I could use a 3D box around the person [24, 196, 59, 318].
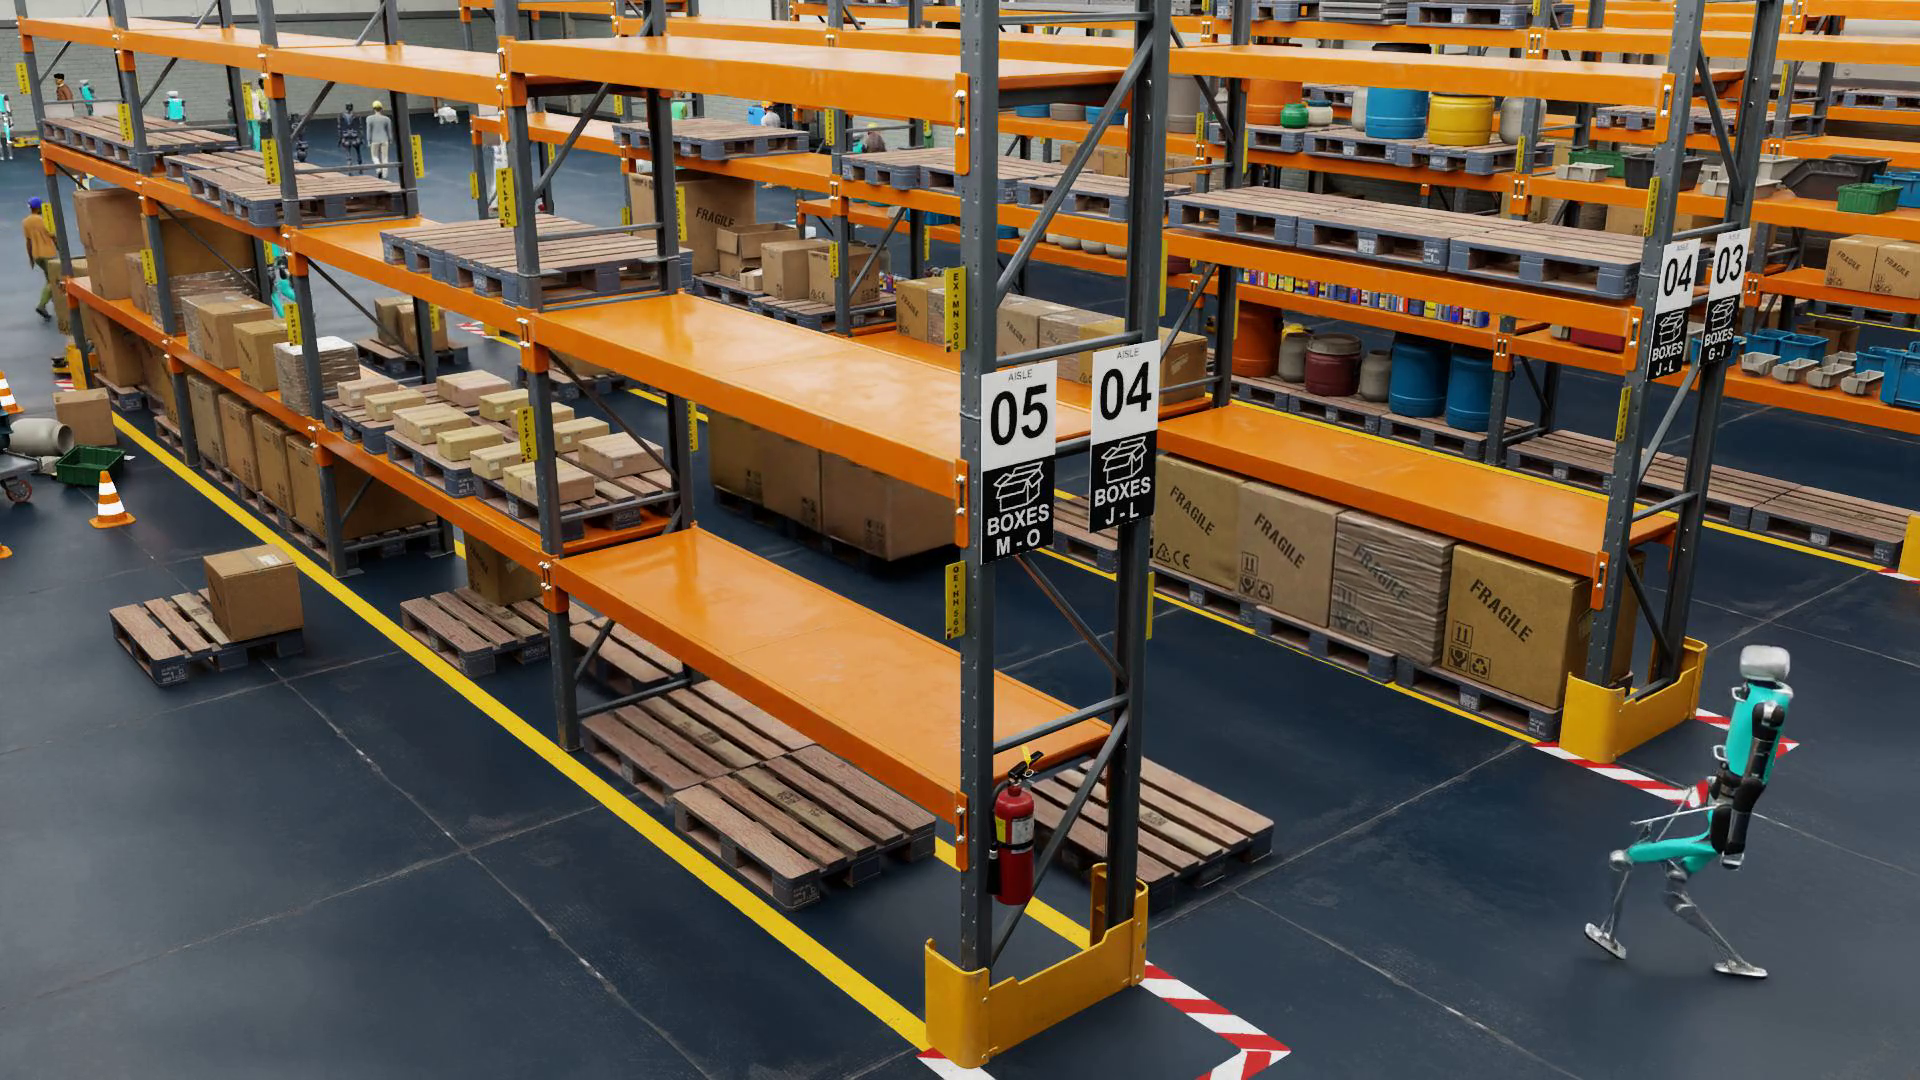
[{"bbox_3d":[-12.652,-3.919,22.987,0.421,1.656,0.838,5,20,15],"label":"person"}]

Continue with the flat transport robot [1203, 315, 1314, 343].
[{"bbox_3d":[3.914,-2.755,21.776,0.659,0.231,1.431,-13,23,-33],"label":"flat transport robot"}]

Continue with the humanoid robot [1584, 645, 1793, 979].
[{"bbox_3d":[3.466,1.318,8.046,1.023,1.776,0.536,7,20,18],"label":"humanoid robot"}]

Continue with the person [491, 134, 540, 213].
[{"bbox_3d":[-8.756,-7.302,32.349,0.964,1.831,0.606,-12,22,-30],"label":"person"}]

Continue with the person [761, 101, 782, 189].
[{"bbox_3d":[-4.065,-8.502,35.695,0.389,1.889,0.569,16,25,38],"label":"person"}]

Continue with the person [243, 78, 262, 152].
[{"bbox_3d":[-17.621,-10.490,41.319,0.507,1.904,0.490,1,19,3],"label":"person"}]

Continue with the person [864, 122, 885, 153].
[{"bbox_3d":[-1.651,-7.160,32.084,0.536,1.748,0.437,-8,21,-23],"label":"person"}]

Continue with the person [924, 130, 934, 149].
[{"bbox_3d":[-0.689,-7.411,32.829,0.471,1.731,0.326,-18,26,-42],"label":"person"}]

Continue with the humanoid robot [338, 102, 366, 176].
[{"bbox_3d":[-13.878,-9.145,37.898,0.613,1.623,0.755,-3,20,-10],"label":"humanoid robot"}]

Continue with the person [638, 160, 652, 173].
[{"bbox_3d":[-5.155,-5.867,28.157,0.618,1.910,0.976,8,21,22],"label":"person"}]

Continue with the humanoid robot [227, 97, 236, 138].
[{"bbox_3d":[-16.879,-9.485,38.799,0.354,1.646,0.616,1,19,3],"label":"humanoid robot"}]

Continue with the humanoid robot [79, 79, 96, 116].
[{"bbox_3d":[-22.465,-11.187,43.478,0.536,1.727,0.758,12,23,30],"label":"humanoid robot"}]

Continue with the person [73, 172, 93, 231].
[{"bbox_3d":[-15.812,-6.479,29.934,0.400,1.892,0.529,-11,22,-28],"label":"person"}]

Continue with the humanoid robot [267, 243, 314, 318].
[{"bbox_3d":[-8.398,-3.127,20.750,0.783,1.854,0.530,10,22,26],"label":"humanoid robot"}]

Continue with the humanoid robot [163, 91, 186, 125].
[{"bbox_3d":[-18.723,-9.697,39.478,0.807,1.882,0.542,12,23,31],"label":"humanoid robot"}]

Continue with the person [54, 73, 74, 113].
[{"bbox_3d":[-23.645,-11.413,44.023,0.793,1.854,0.385,17,25,39],"label":"person"}]

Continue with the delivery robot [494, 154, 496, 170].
[{"bbox_3d":[-10.539,-8.884,38.818,0.499,0.614,0.815,7,21,19],"label":"delivery robot"}]

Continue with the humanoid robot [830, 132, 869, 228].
[{"bbox_3d":[-2.133,-6.476,30.213,0.976,1.777,0.535,-15,24,-36],"label":"humanoid robot"}]

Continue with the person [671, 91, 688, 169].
[{"bbox_3d":[-6.370,-9.361,38.020,0.435,1.974,0.480,-17,26,-40],"label":"person"}]

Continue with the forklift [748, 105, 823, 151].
[{"bbox_3d":[-4.526,-11.368,42.374,1.129,2.768,1.873,-15,24,-37],"label":"forklift"}]

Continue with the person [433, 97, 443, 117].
[{"bbox_3d":[-16.228,-14.084,51.596,0.498,1.878,0.401,9,21,25],"label":"person"}]

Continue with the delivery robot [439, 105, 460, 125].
[{"bbox_3d":[-15.268,-12.672,49.541,0.499,0.576,0.757,-12,23,-31],"label":"delivery robot"}]

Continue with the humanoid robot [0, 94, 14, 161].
[{"bbox_3d":[-23.253,-10.067,40.285,0.544,1.744,0.684,-8,21,-21],"label":"humanoid robot"}]

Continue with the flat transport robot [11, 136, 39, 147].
[{"bbox_3d":[-24.309,-10.561,43.993,1.431,0.231,0.659,-16,25,-38],"label":"flat transport robot"}]

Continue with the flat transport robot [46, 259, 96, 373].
[{"bbox_3d":[-10.311,-2.257,20.360,1.431,0.231,0.659,-10,22,-25],"label":"flat transport robot"}]

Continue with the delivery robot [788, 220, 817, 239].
[{"bbox_3d":[-2.760,-5.081,27.988,0.813,0.610,0.499,-16,25,-38],"label":"delivery robot"}]

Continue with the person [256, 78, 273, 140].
[{"bbox_3d":[-18.810,-11.621,44.923,0.878,1.649,0.547,5,20,13],"label":"person"}]

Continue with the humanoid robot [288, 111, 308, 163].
[{"bbox_3d":[-14.052,-8.285,35.391,0.338,1.652,0.612,-3,20,-9],"label":"humanoid robot"}]

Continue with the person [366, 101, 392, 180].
[{"bbox_3d":[-12.835,-8.816,36.782,0.557,1.745,0.385,-9,21,-25],"label":"person"}]
